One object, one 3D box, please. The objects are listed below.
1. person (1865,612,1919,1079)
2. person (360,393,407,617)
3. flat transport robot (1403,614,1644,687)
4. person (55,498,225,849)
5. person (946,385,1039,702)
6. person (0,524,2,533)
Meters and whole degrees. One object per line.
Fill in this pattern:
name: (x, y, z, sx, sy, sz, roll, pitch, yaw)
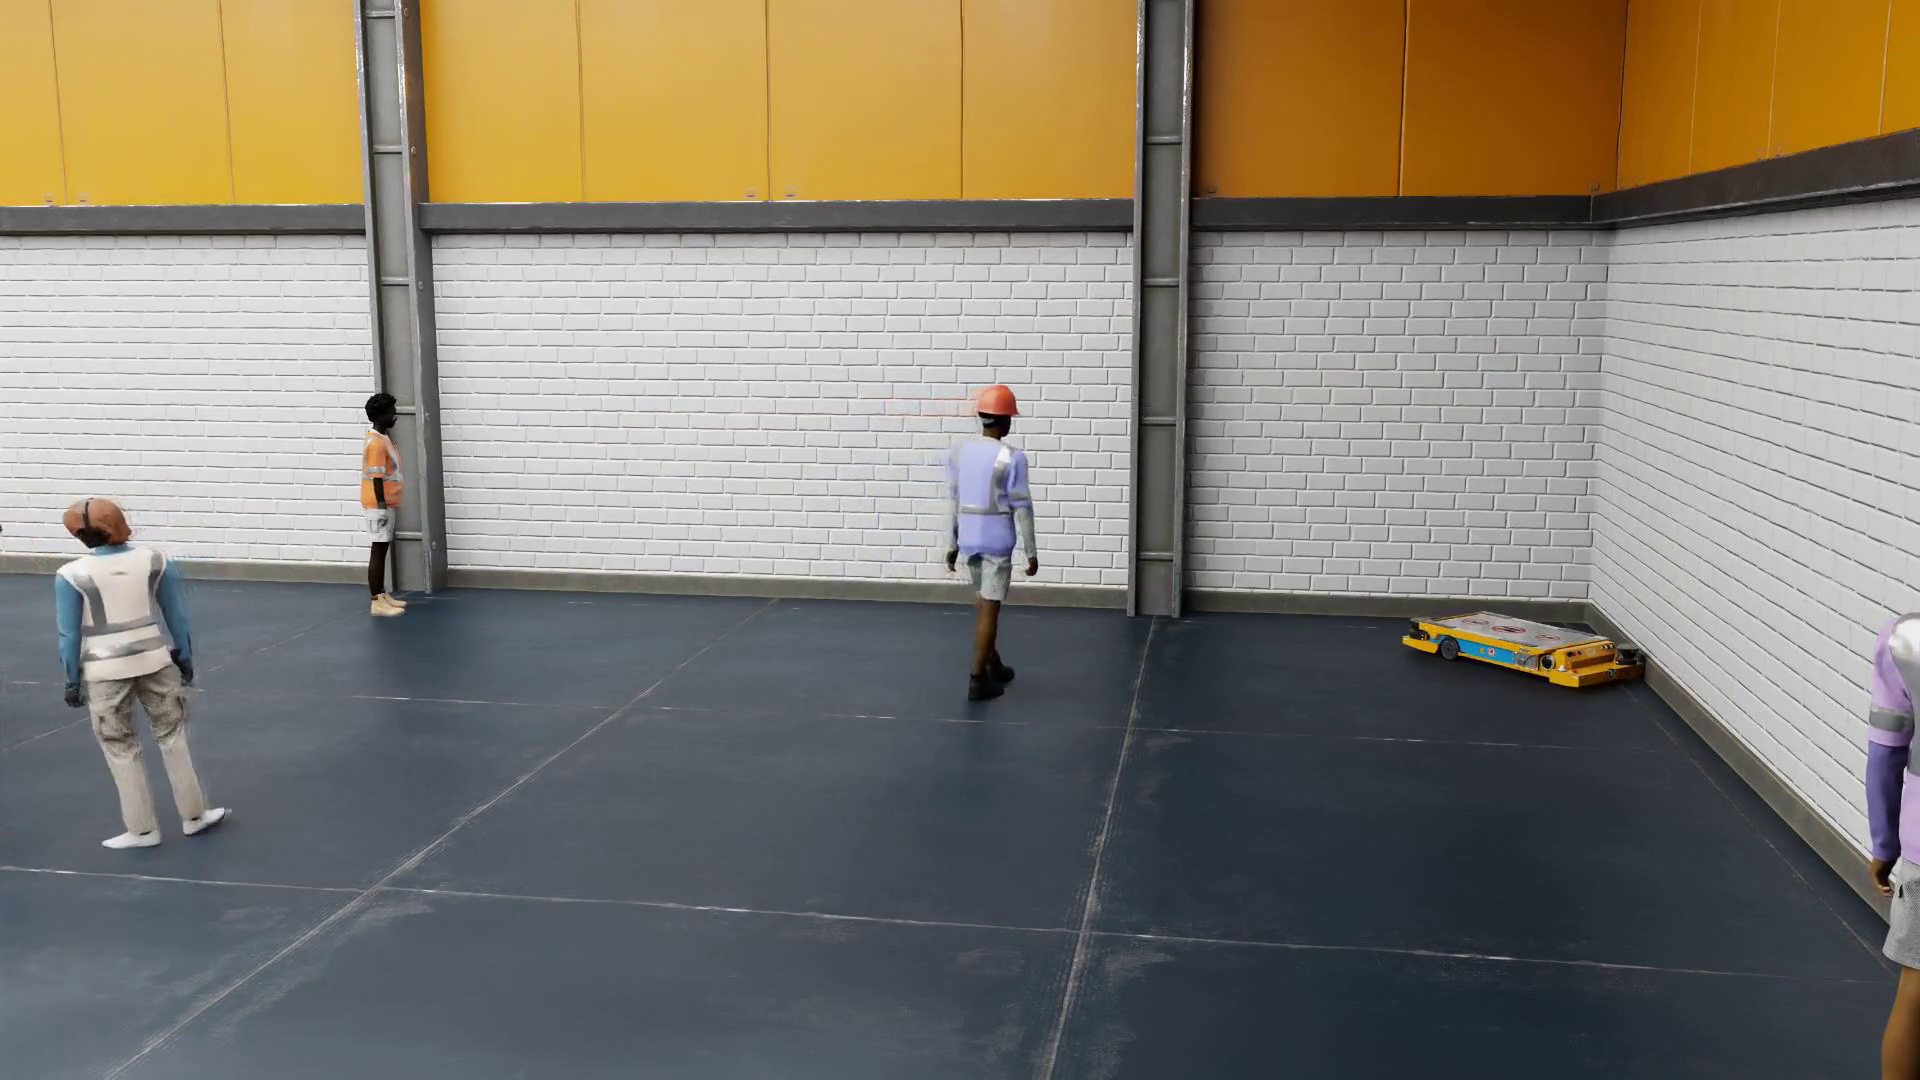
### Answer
person: (2.801, 0.855, 4.554, 0.365, 2.048, 0.608, -8, 12, -41)
person: (-4.363, -0.267, 12.574, 0.318, 1.691, 0.530, -3, 10, -16)
flat transport robot: (3.697, 0.697, 10.993, 0.652, 0.197, 1.431, -6, 11, -32)
person: (-3.720, 0.597, 7.523, 0.316, 1.608, 0.652, 8, 12, 39)
person: (0.246, 0.009, 10.189, 0.568, 1.908, 0.752, 7, 12, 38)
person: (-6.807, -0.145, 11.275, 0.652, 1.861, 0.580, 2, 9, 10)
